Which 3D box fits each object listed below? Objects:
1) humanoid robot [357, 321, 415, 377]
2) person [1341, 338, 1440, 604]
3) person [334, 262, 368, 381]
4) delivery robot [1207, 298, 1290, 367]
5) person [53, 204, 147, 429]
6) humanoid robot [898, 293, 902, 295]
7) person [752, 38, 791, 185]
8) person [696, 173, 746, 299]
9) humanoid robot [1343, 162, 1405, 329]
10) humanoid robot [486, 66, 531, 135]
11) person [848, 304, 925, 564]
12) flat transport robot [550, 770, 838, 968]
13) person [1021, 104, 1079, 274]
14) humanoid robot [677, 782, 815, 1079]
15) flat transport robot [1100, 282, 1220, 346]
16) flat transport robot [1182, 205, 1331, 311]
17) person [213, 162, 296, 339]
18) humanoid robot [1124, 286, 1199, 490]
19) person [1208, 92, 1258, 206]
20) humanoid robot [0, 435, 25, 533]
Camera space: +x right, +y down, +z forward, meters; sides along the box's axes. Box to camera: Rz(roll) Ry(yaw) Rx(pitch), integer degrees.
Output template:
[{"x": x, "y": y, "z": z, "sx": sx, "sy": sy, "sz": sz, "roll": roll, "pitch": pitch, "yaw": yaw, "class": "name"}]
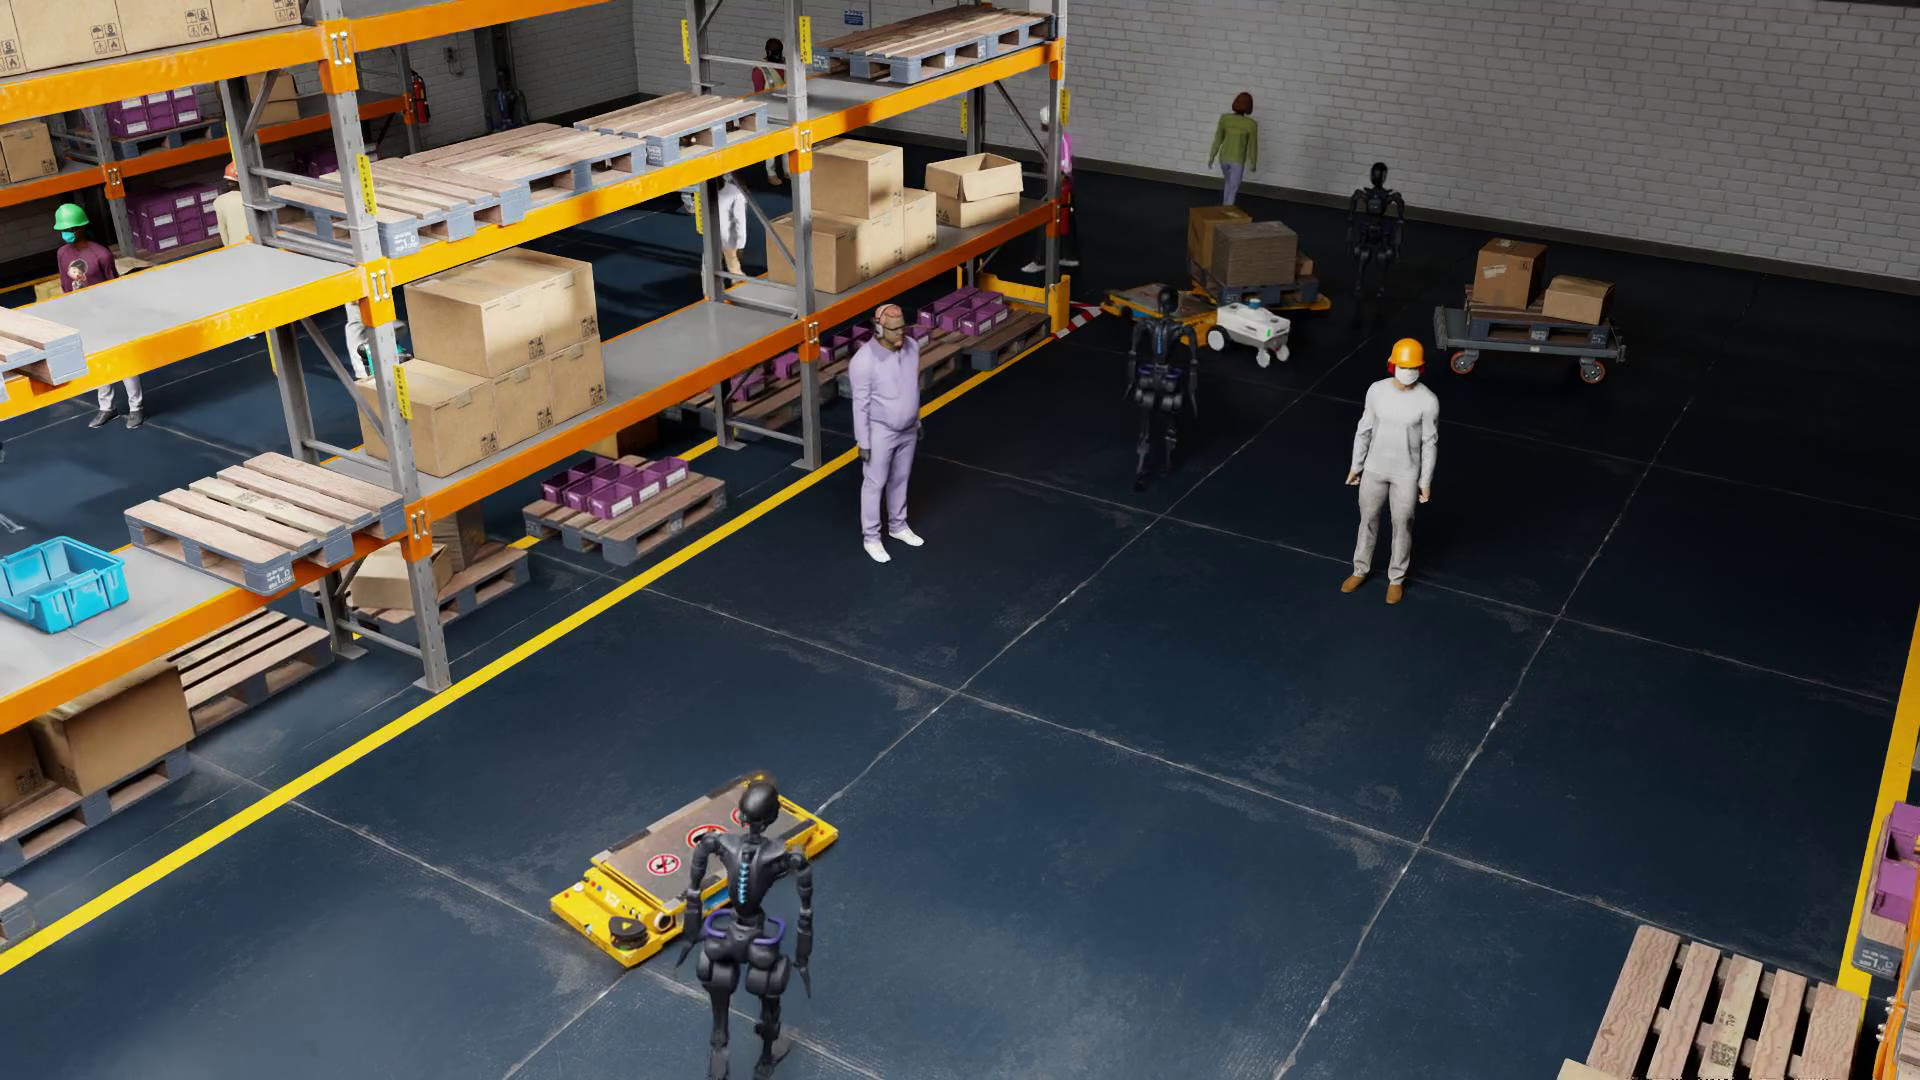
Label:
[{"x": -3.886, "y": -0.858, "z": 12.118, "sx": 0.533, "sy": 1.678, "sz": 0.735, "roll": 16, "pitch": 31, "yaw": 29, "class": "humanoid robot"}, {"x": 2.943, "y": -0.477, "z": 11.341, "sx": 0.581, "sy": 1.897, "sz": 0.351, "roll": 15, "pitch": 30, "yaw": 27, "class": "person"}, {"x": -5.407, "y": -2.340, "z": 14.966, "sx": 0.373, "sy": 1.938, "sz": 0.627, "roll": 0, "pitch": 27, "yaw": 0, "class": "person"}, {"x": 2.782, "y": -2.003, "z": 15.819, "sx": 0.499, "sy": 0.586, "sz": 0.772, "roll": -20, "pitch": 33, "yaw": -34, "class": "delivery robot"}, {"x": -7.292, "y": -1.896, "z": 14.077, "sx": 0.500, "sy": 1.950, "sz": 0.422, "roll": 2, "pitch": 27, "yaw": 5, "class": "person"}, {"x": -0.972, "y": -3.236, "z": 17.086, "sx": 0.788, "sy": 1.645, "sz": 0.590, "roll": -20, "pitch": 33, "yaw": -34, "class": "humanoid robot"}, {"x": -2.339, "y": -5.488, "z": 21.290, "sx": 0.429, "sy": 1.832, "sz": 0.633, "roll": 23, "pitch": 35, "yaw": 37, "class": "person"}, {"x": -2.390, "y": -2.923, "z": 16.336, "sx": 0.595, "sy": 1.723, "sz": 0.733, "roll": 11, "pitch": 29, "yaw": 21, "class": "person"}, {"x": 4.083, "y": -2.899, "z": 16.354, "sx": 0.589, "sy": 1.650, "sz": 0.378, "roll": 10, "pitch": 29, "yaw": 19, "class": "humanoid robot"}, {"x": -5.567, "y": -4.960, "z": 20.417, "sx": 0.603, "sy": 1.639, "sz": 0.437, "roll": 5, "pitch": 27, "yaw": 10, "class": "humanoid robot"}, {"x": -0.483, "y": -0.780, "z": 11.928, "sx": 0.403, "sy": 1.907, "sz": 0.643, "roll": 23, "pitch": 35, "yaw": 38, "class": "person"}, {"x": -1.390, "y": 1.710, "z": 8.829, "sx": 0.659, "sy": 0.231, "sz": 1.431, "roll": 23, "pitch": 35, "yaw": 37, "class": "flat transport robot"}, {"x": 0.995, "y": -3.827, "z": 18.020, "sx": 0.706, "sy": 1.822, "sz": 0.741, "roll": 3, "pitch": 27, "yaw": 6, "class": "person"}, {"x": -0.947, "y": 1.791, "z": 7.167, "sx": 0.630, "sy": 1.643, "sz": 0.575, "roll": 7, "pitch": 28, "yaw": 14, "class": "humanoid robot"}, {"x": 2.116, "y": -2.270, "z": 16.672, "sx": 0.659, "sy": 0.231, "sz": 1.431, "roll": -18, "pitch": 32, "yaw": -31, "class": "flat transport robot"}, {"x": 3.035, "y": -2.523, "z": 17.169, "sx": 1.431, "sy": 0.231, "sz": 0.659, "roll": -5, "pitch": 27, "yaw": -10, "class": "flat transport robot"}, {"x": -6.831, "y": -2.796, "z": 16.065, "sx": 0.562, "sy": 1.751, "sz": 0.329, "roll": 6, "pitch": 27, "yaw": 11, "class": "person"}, {"x": 1.579, "y": -1.200, "z": 13.046, "sx": 0.615, "sy": 1.627, "sz": 0.671, "roll": 11, "pitch": 29, "yaw": 21, "class": "humanoid robot"}, {"x": 3.213, "y": -4.420, "z": 19.444, "sx": 0.548, "sy": 1.592, "sz": 0.723, "roll": 20, "pitch": 33, "yaw": 34, "class": "person"}, {"x": -7.208, "y": -0.695, "z": 11.980, "sx": 0.821, "sy": 1.780, "sz": 0.540, "roll": -24, "pitch": 36, "yaw": -39, "class": "humanoid robot"}]
